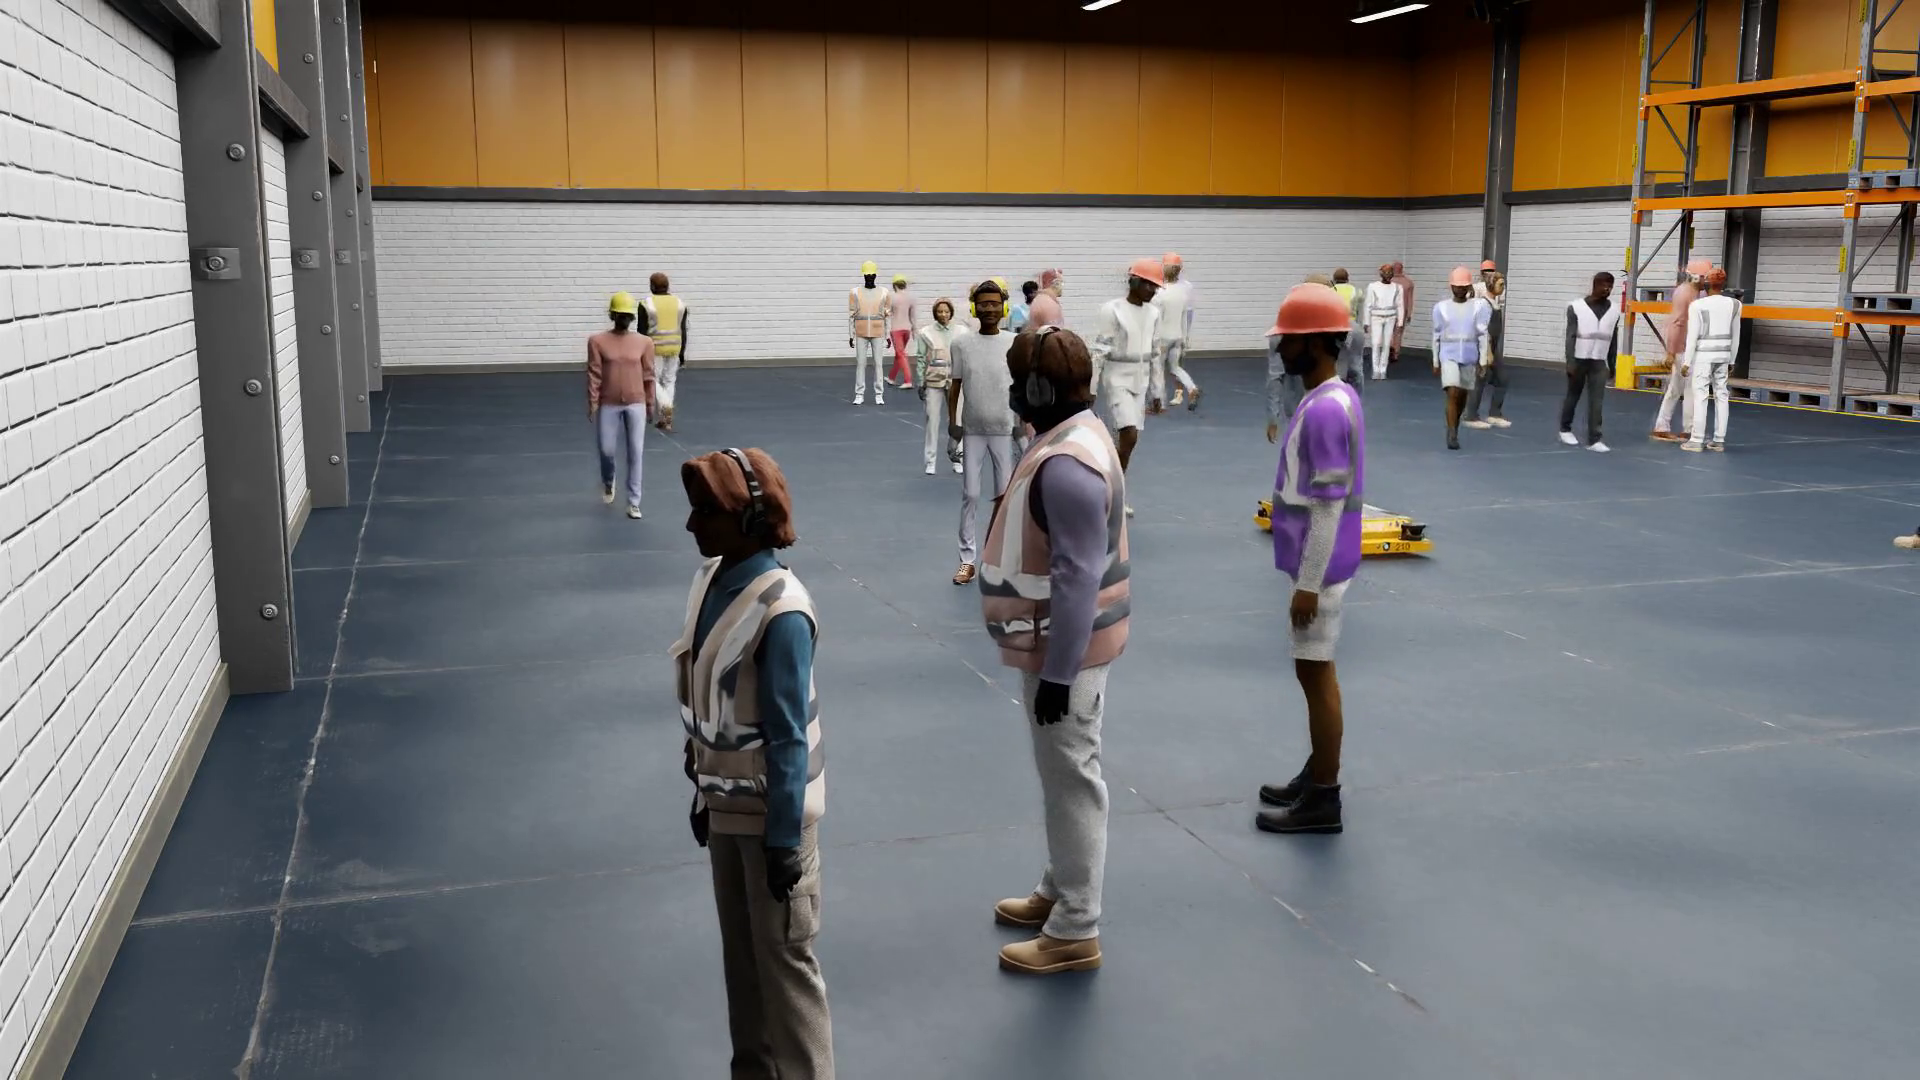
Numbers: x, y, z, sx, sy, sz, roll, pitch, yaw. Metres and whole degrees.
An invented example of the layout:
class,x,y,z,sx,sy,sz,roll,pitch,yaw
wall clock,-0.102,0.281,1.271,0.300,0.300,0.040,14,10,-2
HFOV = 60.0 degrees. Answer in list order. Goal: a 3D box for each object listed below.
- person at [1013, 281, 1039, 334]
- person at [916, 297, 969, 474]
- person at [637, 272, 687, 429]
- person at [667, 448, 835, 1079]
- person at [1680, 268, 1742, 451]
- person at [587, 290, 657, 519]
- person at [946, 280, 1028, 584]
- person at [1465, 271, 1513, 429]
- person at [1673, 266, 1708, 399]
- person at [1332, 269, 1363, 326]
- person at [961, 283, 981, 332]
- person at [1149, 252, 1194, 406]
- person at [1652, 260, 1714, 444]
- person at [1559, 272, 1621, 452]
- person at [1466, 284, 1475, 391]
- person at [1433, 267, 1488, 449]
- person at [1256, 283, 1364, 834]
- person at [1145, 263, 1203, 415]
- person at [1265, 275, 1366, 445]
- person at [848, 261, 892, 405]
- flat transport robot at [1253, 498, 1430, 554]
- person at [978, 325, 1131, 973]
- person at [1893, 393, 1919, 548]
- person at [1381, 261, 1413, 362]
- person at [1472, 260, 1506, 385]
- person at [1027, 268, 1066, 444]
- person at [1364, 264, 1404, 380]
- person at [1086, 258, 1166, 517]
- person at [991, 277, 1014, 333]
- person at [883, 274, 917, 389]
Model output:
class,x,y,z,sx,sy,sz,roll,pitch,yaw
person,0.944,-2.568,21.905,0.539,1.667,0.669,-6,11,-29
person,-0.144,-1.417,15.367,0.519,1.634,0.312,-2,10,-9
person,-3.409,-2.164,19.143,0.631,1.826,0.604,-7,12,-36
person,-0.454,0.605,3.673,0.316,1.629,0.507,-5,11,-27
person,7.726,-1.847,17.133,0.572,1.883,0.356,-1,10,-8
person,-2.625,-1.060,12.931,0.541,1.750,0.577,-3,10,-15
person,0.173,-0.655,10.254,0.521,1.876,0.325,0,10,2
person,6.171,-2.174,19.211,0.634,1.826,0.509,8,13,40
person,10.120,-2.867,22.984,0.403,1.904,0.637,-1,10,-8
person,5.559,-3.055,24.355,0.638,1.805,0.901,2,10,9
person,0.236,-2.955,24.348,0.496,1.606,0.661,-2,10,-11
person,2.821,-2.816,22.282,0.605,2.044,0.375,8,12,38
person,7.865,-2.000,17.801,0.812,1.953,0.634,8,13,39
person,6.590,-1.880,17.430,0.613,1.857,0.984,-1,10,-4
person,7.376,-2.964,24.346,0.494,1.624,0.279,1,10,3
person,5.289,-1.942,17.653,0.557,1.903,0.941,1,10,8
person,1.225,0.072,5.871,0.372,1.934,0.552,2,10,13
person,2.658,-2.488,20.740,0.639,1.923,0.742,-8,13,-40
person,2.357,-0.800,11.049,0.659,1.882,1.013,1,10,7
person,-1.211,-2.783,22.418,0.586,1.928,0.369,0,10,0
flat transport robot,2.674,-0.117,11.781,0.652,0.197,1.431,-2,10,-14
person,0.268,0.313,4.760,0.430,1.841,0.624,0,10,3
person,6.841,-0.884,11.100,0.893,2.000,0.679,9,14,44
person,8.088,-4.233,30.935,0.650,1.889,0.651,1,10,5
person,8.133,-3.354,25.729,0.546,1.927,0.385,0,10,-2
person,0.942,-1.775,16.708,0.637,1.883,0.722,0,10,-2
person,6.808,-3.480,26.637,0.610,1.860,0.674,1,10,4
person,1.327,-1.161,12.830,0.688,1.996,0.590,-8,12,-37
person,0.474,-2.381,20.627,0.314,1.744,0.487,8,12,38
person,-0.958,-3.144,25.129,0.541,1.713,0.925,-8,13,-38
